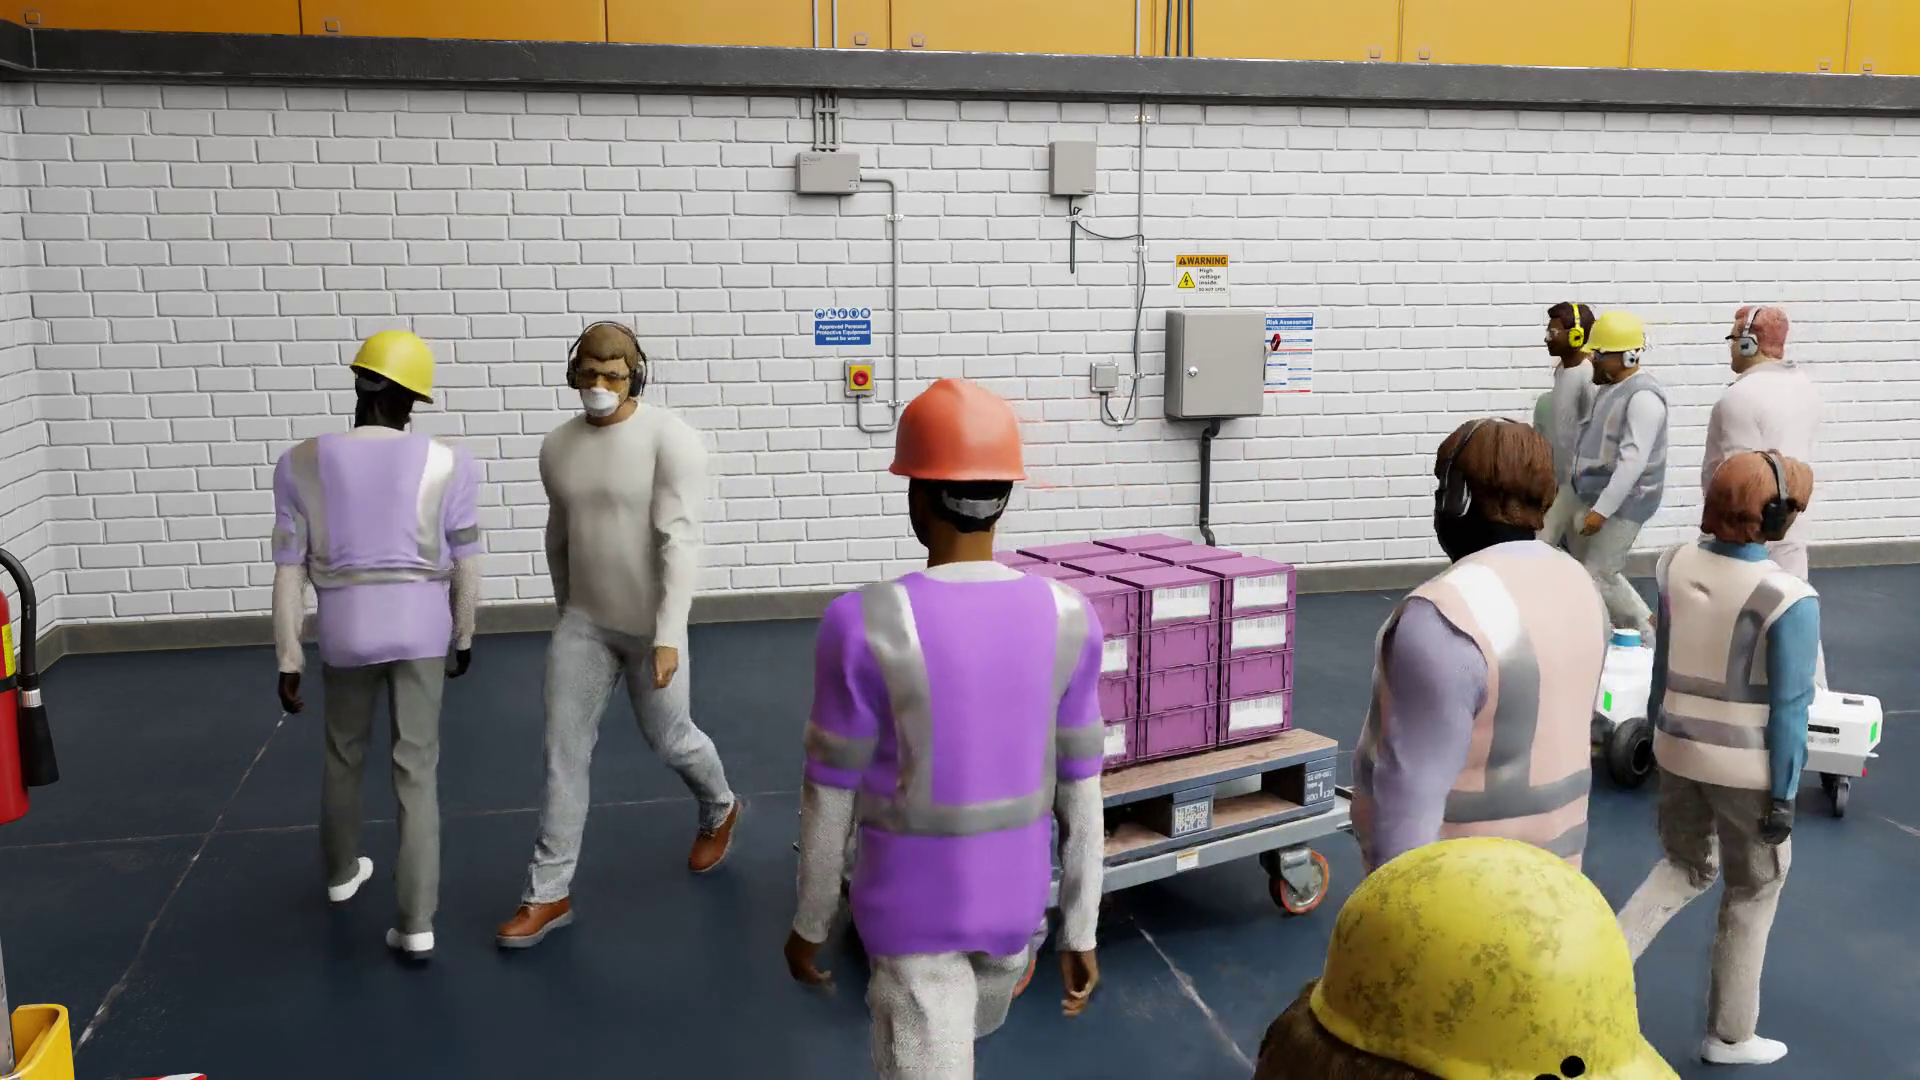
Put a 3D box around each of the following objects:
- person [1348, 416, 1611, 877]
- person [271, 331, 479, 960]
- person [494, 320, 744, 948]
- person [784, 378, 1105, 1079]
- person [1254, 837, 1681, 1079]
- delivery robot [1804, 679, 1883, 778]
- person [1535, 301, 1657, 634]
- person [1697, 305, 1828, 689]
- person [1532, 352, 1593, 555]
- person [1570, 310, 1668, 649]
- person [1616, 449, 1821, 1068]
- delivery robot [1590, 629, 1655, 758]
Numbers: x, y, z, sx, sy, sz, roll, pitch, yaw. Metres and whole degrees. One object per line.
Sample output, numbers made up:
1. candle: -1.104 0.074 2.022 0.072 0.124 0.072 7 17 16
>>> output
1. person: 1.033 0.672 3.179 0.755 1.808 0.637 9 14 42
2. person: -1.765 0.302 5.080 0.595 1.857 0.836 -2 10 -12
3. person: -1.041 0.250 5.252 0.626 1.898 0.986 5 11 24
4. person: 0.016 0.661 3.002 0.545 1.900 0.991 -6 12 -29
5. person: 0.258 1.040 1.374 0.772 1.709 0.492 10 14 44
6. delivery robot: 3.089 0.683 6.305 0.707 0.478 0.477 5 11 26
7. person: 3.172 -0.294 8.436 0.907 1.836 0.525 1 10 6
8. person: 3.389 -0.080 7.199 0.670 1.848 1.005 -7 12 -32
9. person: 3.118 -0.238 8.748 0.587 1.611 0.509 -5 11 -26
10. person: 3.106 -0.178 7.861 0.464 1.806 0.609 0 10 2
11. person: 1.889 0.575 4.207 0.503 1.620 0.521 -4 11 -21
12. delivery robot: 2.688 0.603 6.746 0.707 0.478 0.477 -7 12 -35
